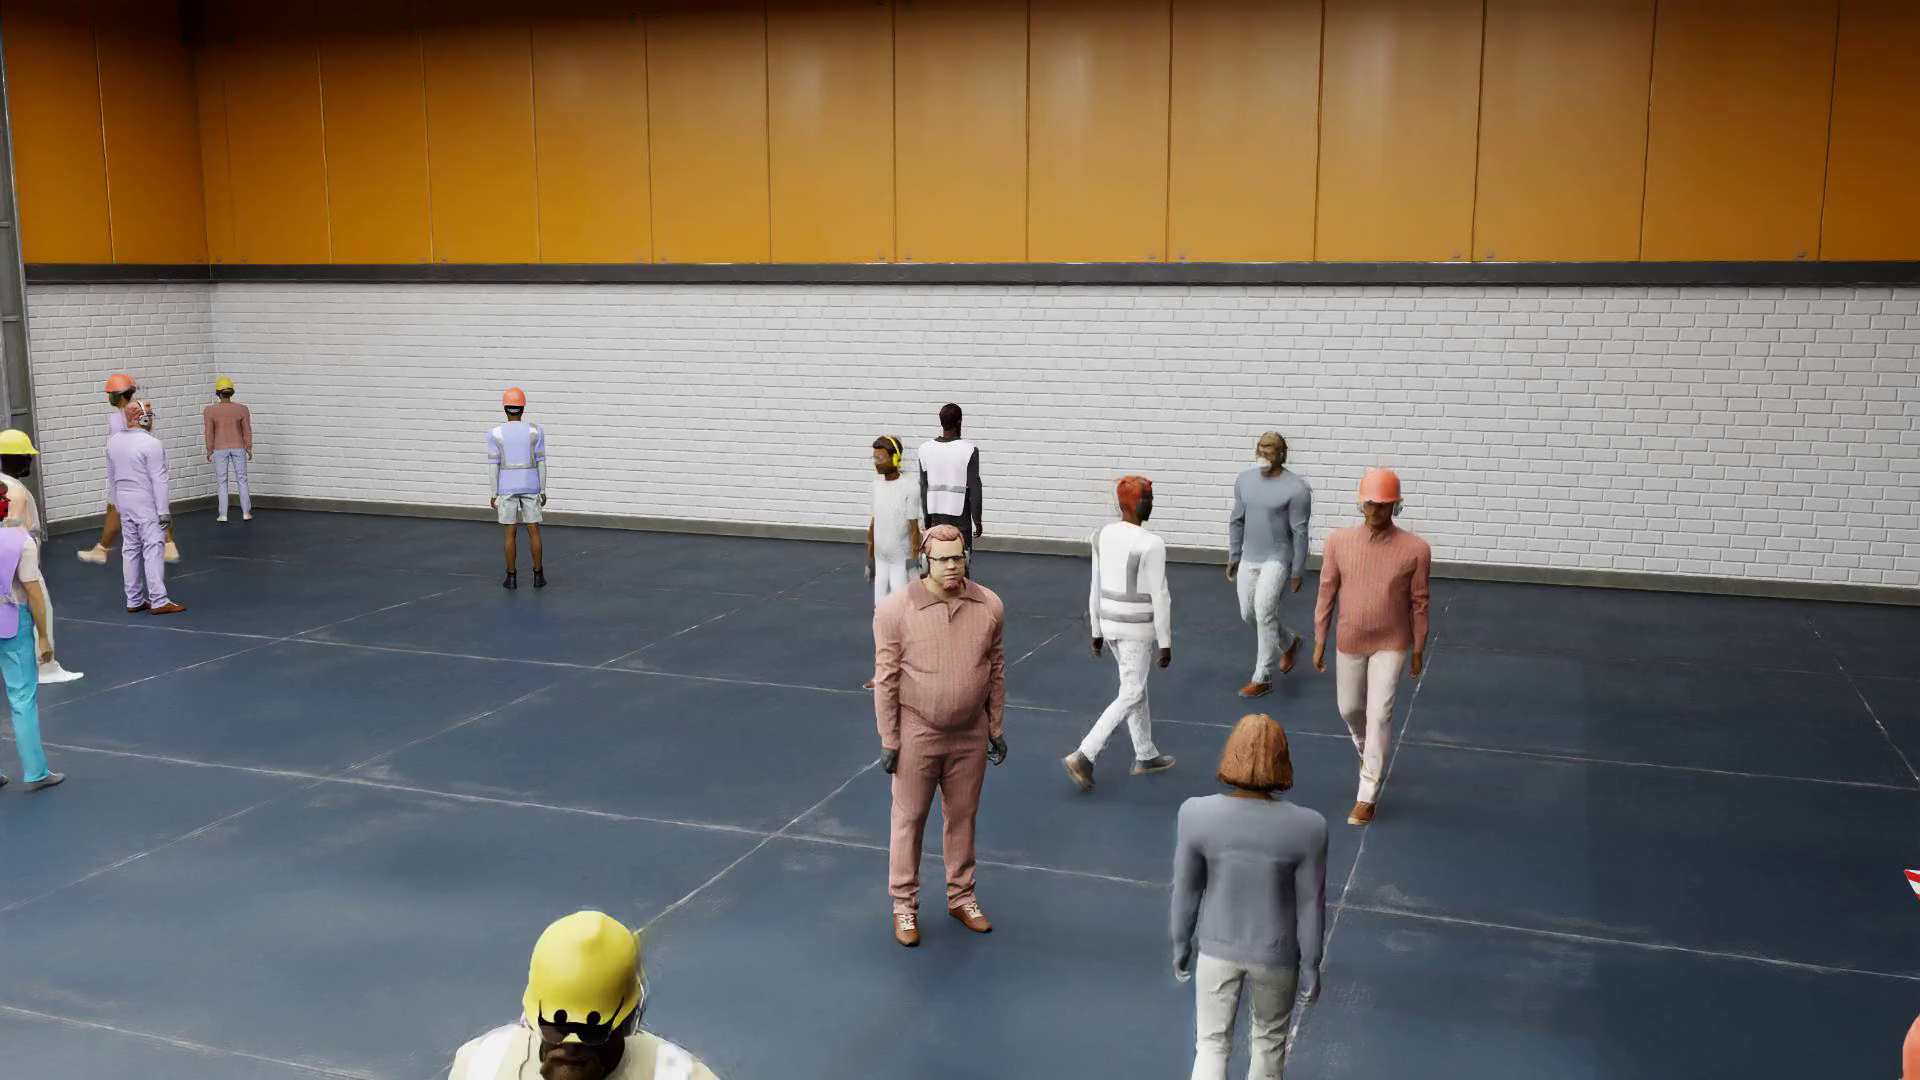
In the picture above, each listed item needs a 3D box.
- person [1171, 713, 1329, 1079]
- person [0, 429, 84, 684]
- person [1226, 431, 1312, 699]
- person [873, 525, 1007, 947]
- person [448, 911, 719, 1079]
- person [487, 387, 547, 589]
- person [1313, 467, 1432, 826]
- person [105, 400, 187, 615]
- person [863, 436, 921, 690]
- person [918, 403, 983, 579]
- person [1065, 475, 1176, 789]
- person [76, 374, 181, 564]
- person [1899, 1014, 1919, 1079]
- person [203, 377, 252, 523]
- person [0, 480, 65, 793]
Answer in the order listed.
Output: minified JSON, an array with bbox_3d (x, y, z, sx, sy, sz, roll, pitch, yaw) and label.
[{"bbox_3d":[0.926,1.371,5.415,0.504,1.609,0.715,3,10,16],"label":"person"},{"bbox_3d":[-6.920,0.149,12.077,0.781,1.905,0.590,-8,12,-40],"label":"person"},{"bbox_3d":[2.271,0.154,12.017,0.765,1.916,0.636,-8,12,-40],"label":"person"},{"bbox_3d":[-0.071,0.873,7.564,0.643,1.910,0.400,-4,10,-22],"label":"person"},{"bbox_3d":[-0.773,1.588,3.436,0.611,1.808,0.539,1,9,8],"label":"person"},{"bbox_3d":[-4.238,-0.495,15.953,0.542,1.939,0.366,-3,10,-18],"label":"person"},{"bbox_3d":[2.337,0.549,9.415,0.621,1.969,0.908,4,10,26],"label":"person"},{"bbox_3d":[-7.237,-0.289,14.777,0.642,1.909,0.399,4,10,25],"label":"person"},{"bbox_3d":[-0.468,0.162,12.128,0.554,1.855,0.529,8,12,42],"label":"person"},{"bbox_3d":[-0.081,-0.212,14.256,0.593,1.921,0.391,5,10,27],"label":"person"},{"bbox_3d":[0.952,0.542,9.804,0.894,1.854,0.585,-7,11,-36],"label":"person"},{"bbox_3d":[-8.646,-0.725,17.247,0.911,2.006,0.624,1,9,6],"label":"person"},{"bbox_3d":[1.709,1.689,2.566,0.602,1.886,0.757,0,9,2],"label":"person"},{"bbox_3d":[-8.876,-1.095,20.199,0.533,1.772,0.299,-5,10,-29],"label":"person"},{"bbox_3d":[-5.581,0.568,9.640,0.563,1.848,0.391,0,9,-1],"label":"person"}]
